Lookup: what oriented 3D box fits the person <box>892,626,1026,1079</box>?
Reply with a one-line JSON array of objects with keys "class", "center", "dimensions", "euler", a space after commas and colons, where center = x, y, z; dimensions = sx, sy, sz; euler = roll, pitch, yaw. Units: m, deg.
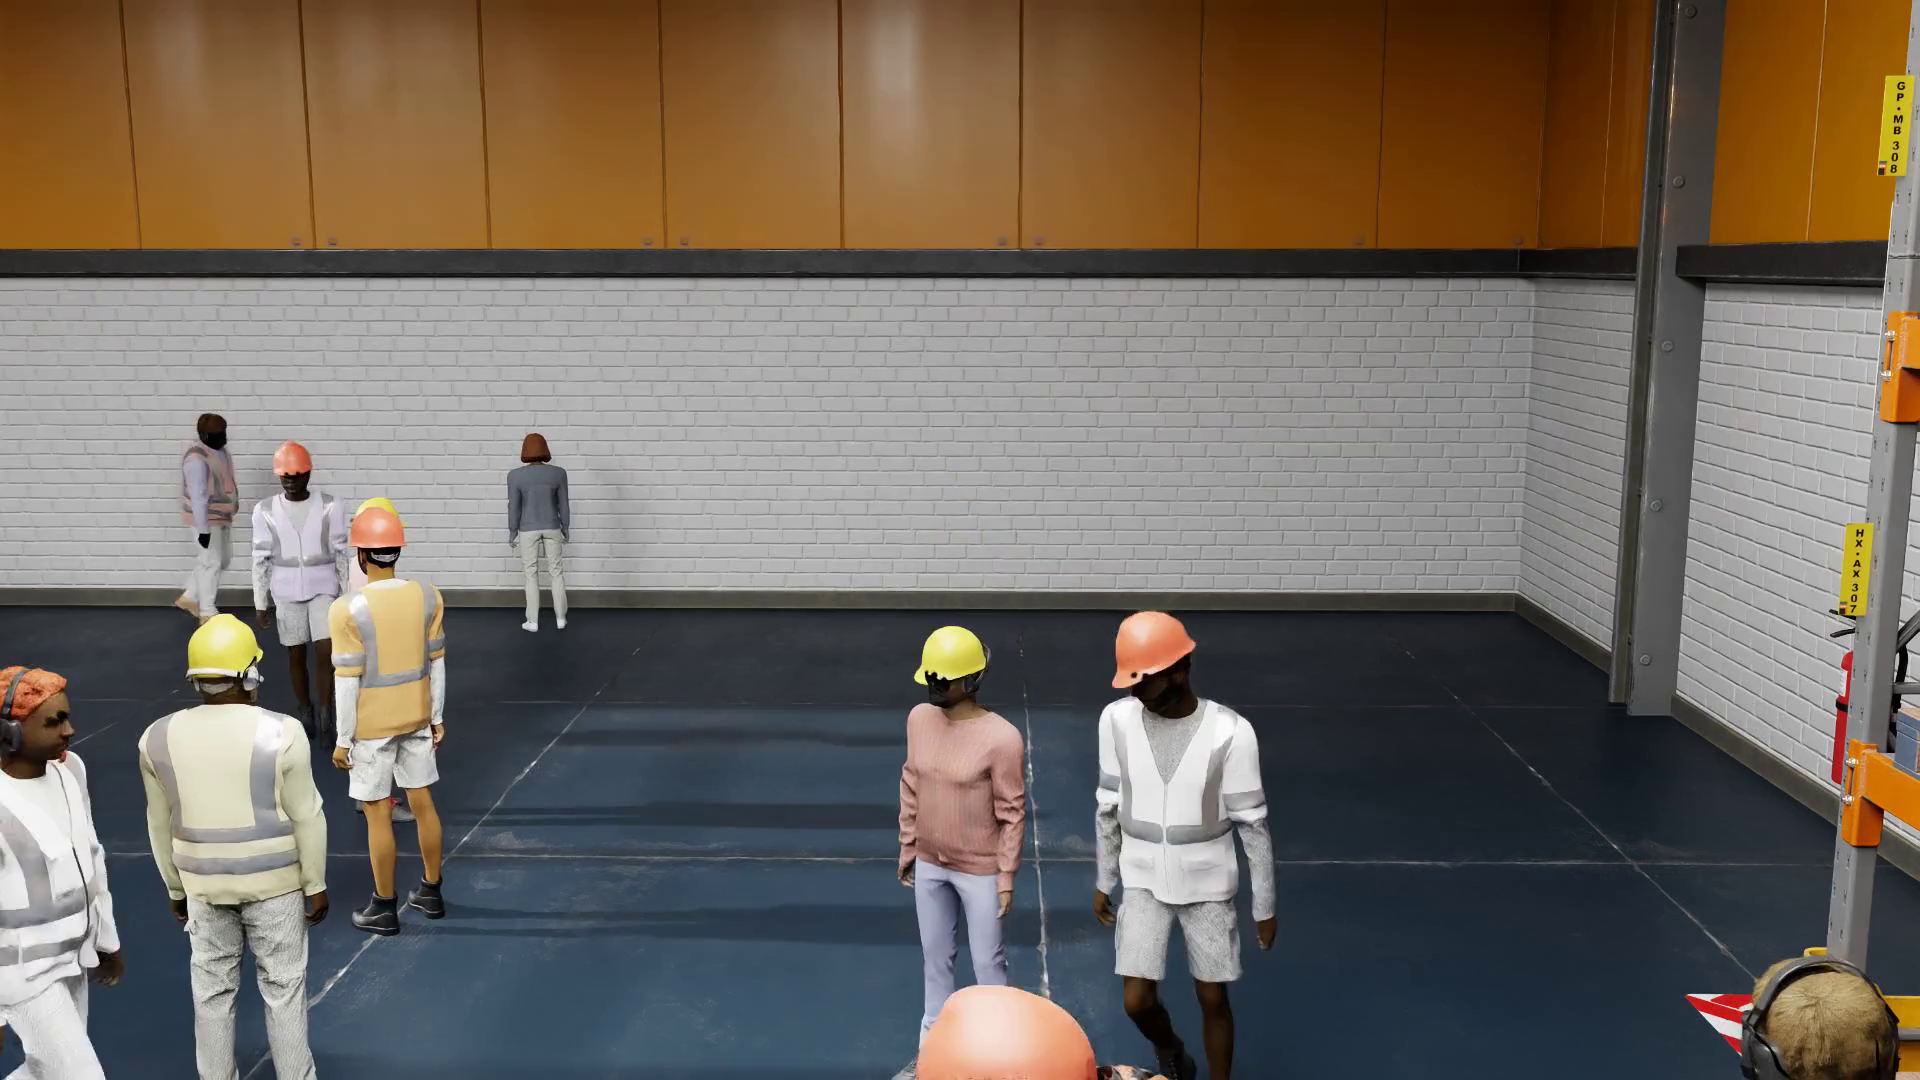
[{"class": "person", "center": [-0.014, 1.164, 5.944], "dimensions": [0.523, 1.761, 0.328], "euler": [7, 12, 36]}]

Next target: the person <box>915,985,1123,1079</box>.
[{"class": "person", "center": [0.082, 1.619, 2.512], "dimensions": [0.832, 2.008, 0.626], "euler": [3, 10, 18]}]

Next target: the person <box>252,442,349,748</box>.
[{"class": "person", "center": [-4.089, 0.355, 10.332], "dimensions": [0.565, 1.906, 0.794], "euler": [-3, 10, -17]}]

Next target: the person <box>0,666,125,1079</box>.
[{"class": "person", "center": [-2.819, 1.278, 4.983], "dimensions": [0.831, 1.860, 0.589], "euler": [0, 9, -2]}]

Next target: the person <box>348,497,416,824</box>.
[{"class": "person", "center": [-3.134, 0.647, 9.018], "dimensions": [0.331, 1.767, 0.527], "euler": [-7, 12, -36]}]

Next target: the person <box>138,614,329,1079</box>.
[{"class": "person", "center": [-2.469, 1.157, 5.751], "dimensions": [0.588, 1.837, 0.404], "euler": [0, 9, -1]}]

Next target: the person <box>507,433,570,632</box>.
[{"class": "person", "center": [-3.461, -0.065, 13.679], "dimensions": [0.504, 1.631, 0.279], "euler": [-5, 11, -26]}]

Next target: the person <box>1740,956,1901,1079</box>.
[{"class": "person", "center": [1.367, 1.614, 2.720], "dimensions": [0.630, 1.936, 0.369], "euler": [-5, 11, -26]}]

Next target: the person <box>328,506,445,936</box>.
[{"class": "person", "center": [-2.589, 0.811, 7.519], "dimensions": [0.357, 1.936, 0.551], "euler": [8, 12, 39]}]

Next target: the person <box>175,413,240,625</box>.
[{"class": "person", "center": [-6.269, -0.158, 13.755], "dimensions": [0.614, 1.802, 0.673], "euler": [-1, 10, -4]}]

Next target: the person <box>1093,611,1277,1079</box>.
[{"class": "person", "center": [0.741, 1.161, 5.541], "dimensions": [0.646, 1.897, 0.450], "euler": [3, 10, 19]}]

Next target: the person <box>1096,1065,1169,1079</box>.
[{"class": "person", "center": [0.317, 1.720, 2.967], "dimensions": [0.307, 1.639, 0.525], "euler": [3, 10, 16]}]
